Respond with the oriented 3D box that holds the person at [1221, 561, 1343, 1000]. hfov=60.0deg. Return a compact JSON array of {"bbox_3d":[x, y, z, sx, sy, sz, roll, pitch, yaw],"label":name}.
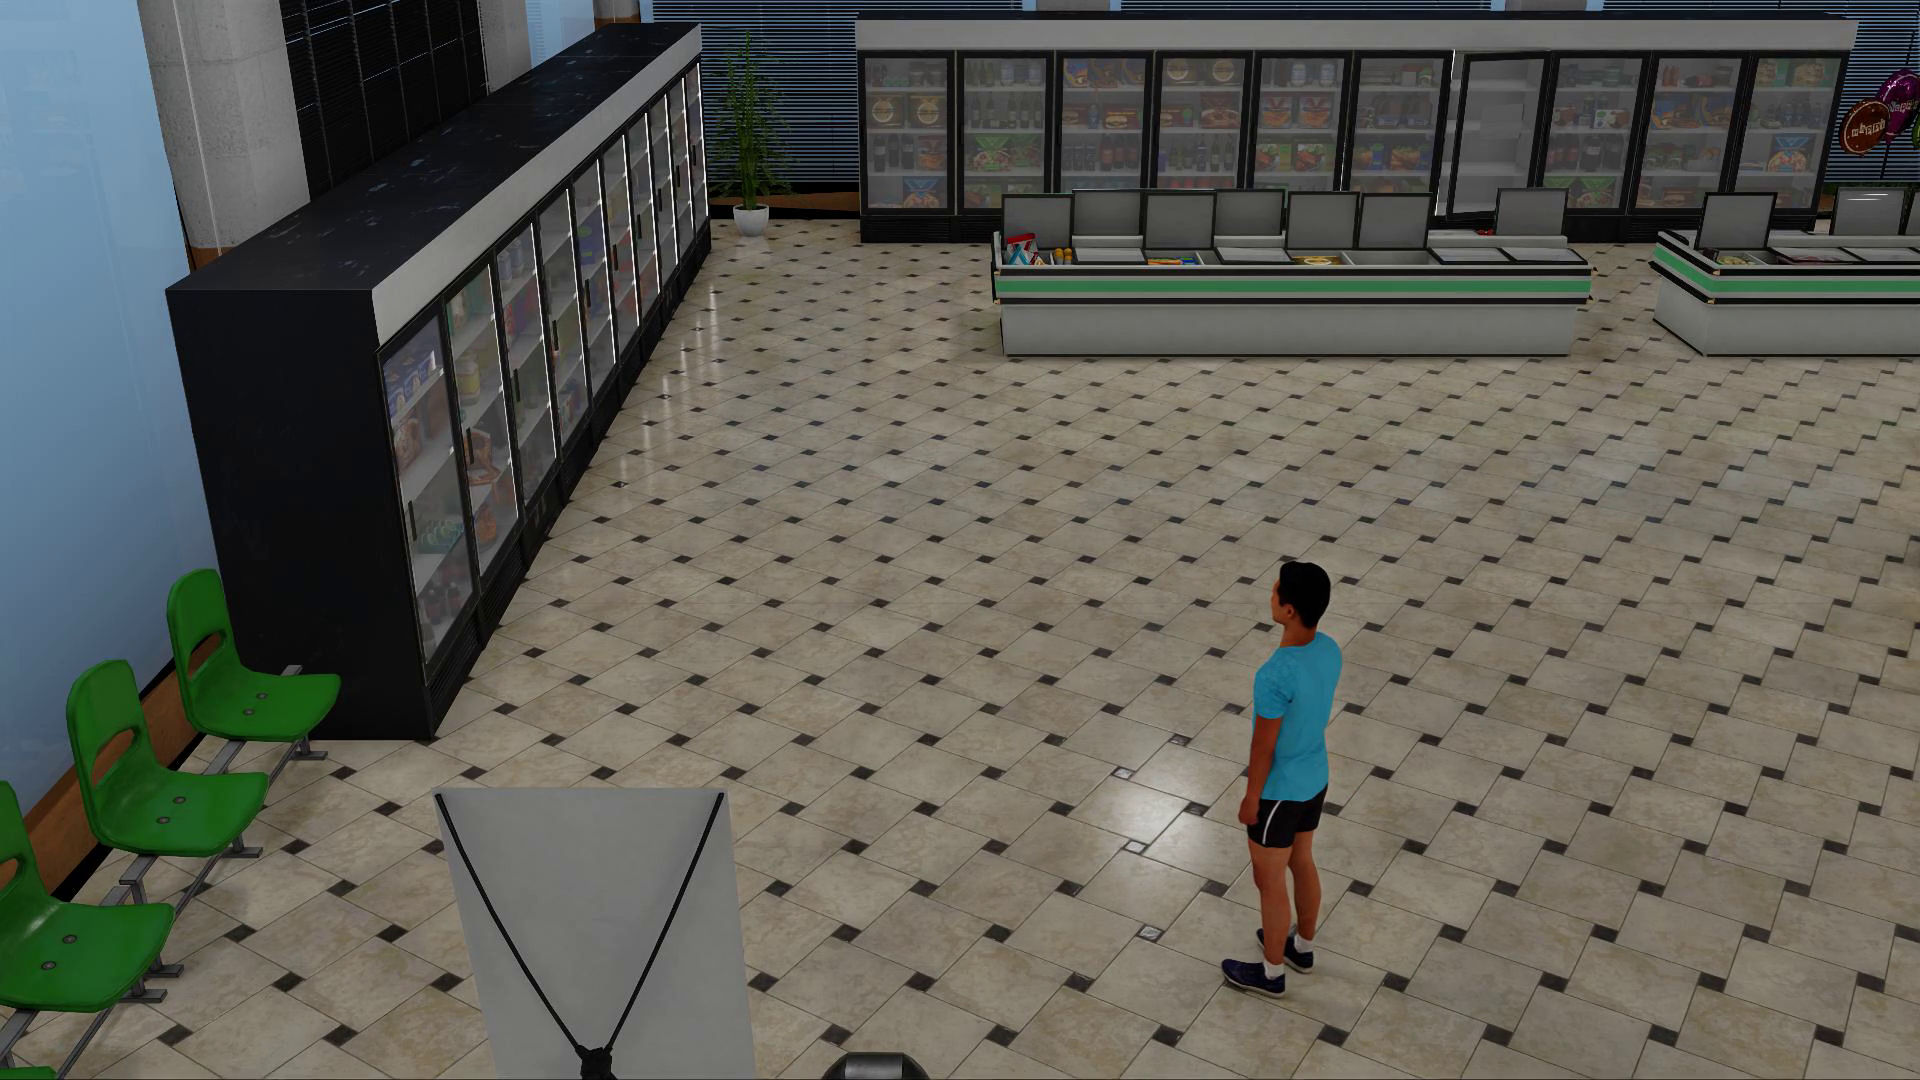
[{"bbox_3d":[1.248,0.915,6.261,0.712,1.773,0.682,17,29,34],"label":"person"}]
